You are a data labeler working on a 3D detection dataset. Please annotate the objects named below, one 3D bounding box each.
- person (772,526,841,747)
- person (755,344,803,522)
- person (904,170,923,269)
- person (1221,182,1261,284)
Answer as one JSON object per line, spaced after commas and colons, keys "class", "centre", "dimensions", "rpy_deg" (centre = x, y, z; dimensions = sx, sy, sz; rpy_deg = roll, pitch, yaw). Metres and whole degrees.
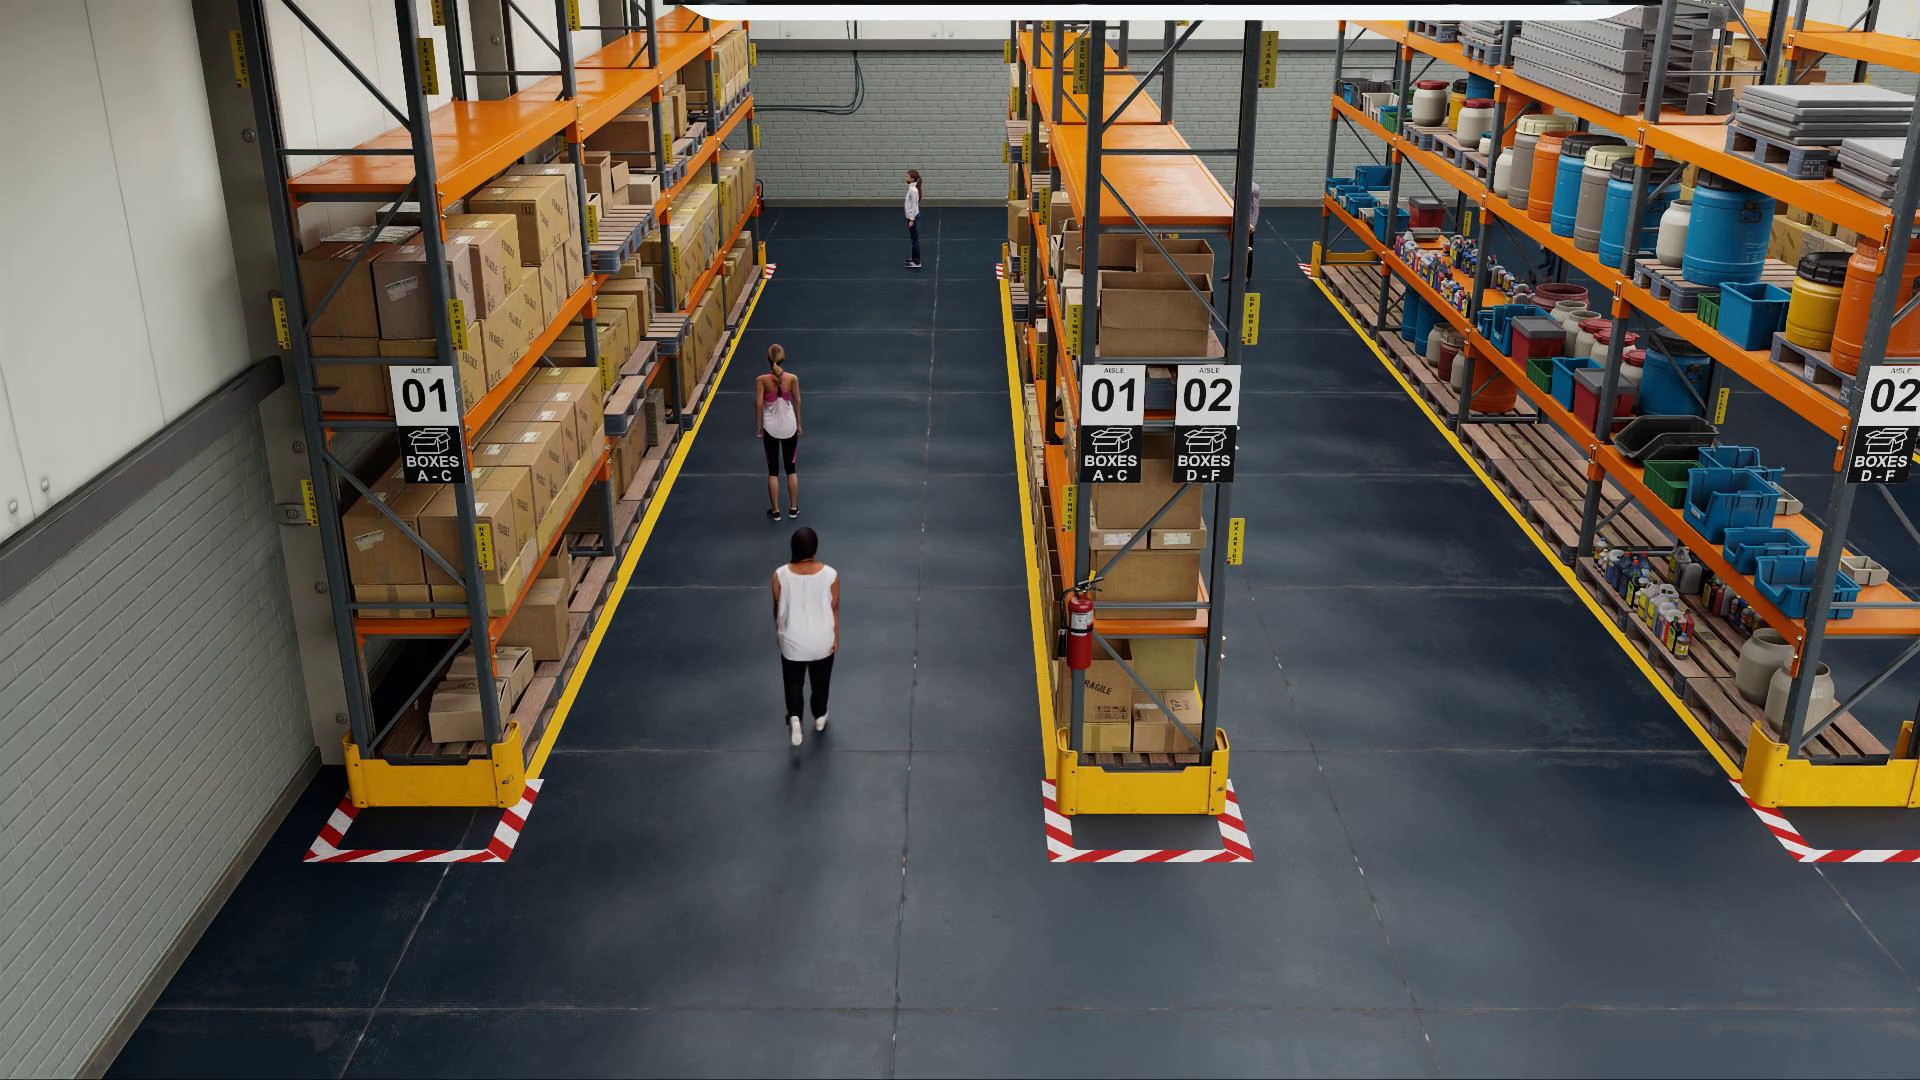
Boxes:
{"class": "person", "centre": [-1.139, 0.719, 12.226], "dimensions": [0.645, 1.673, 0.929], "rpy_deg": [0, 22, 0]}
{"class": "person", "centre": [-1.783, -1.068, 16.443], "dimensions": [0.662, 1.788, 0.612], "rpy_deg": [-6, 23, -14]}
{"class": "person", "centre": [-0.743, -5.203, 26.857], "dimensions": [0.592, 1.558, 0.458], "rpy_deg": [-1, 22, -2]}
{"class": "person", "centre": [4.397, -4.931, 25.804], "dimensions": [0.755, 1.852, 0.815], "rpy_deg": [21, 30, 41]}
